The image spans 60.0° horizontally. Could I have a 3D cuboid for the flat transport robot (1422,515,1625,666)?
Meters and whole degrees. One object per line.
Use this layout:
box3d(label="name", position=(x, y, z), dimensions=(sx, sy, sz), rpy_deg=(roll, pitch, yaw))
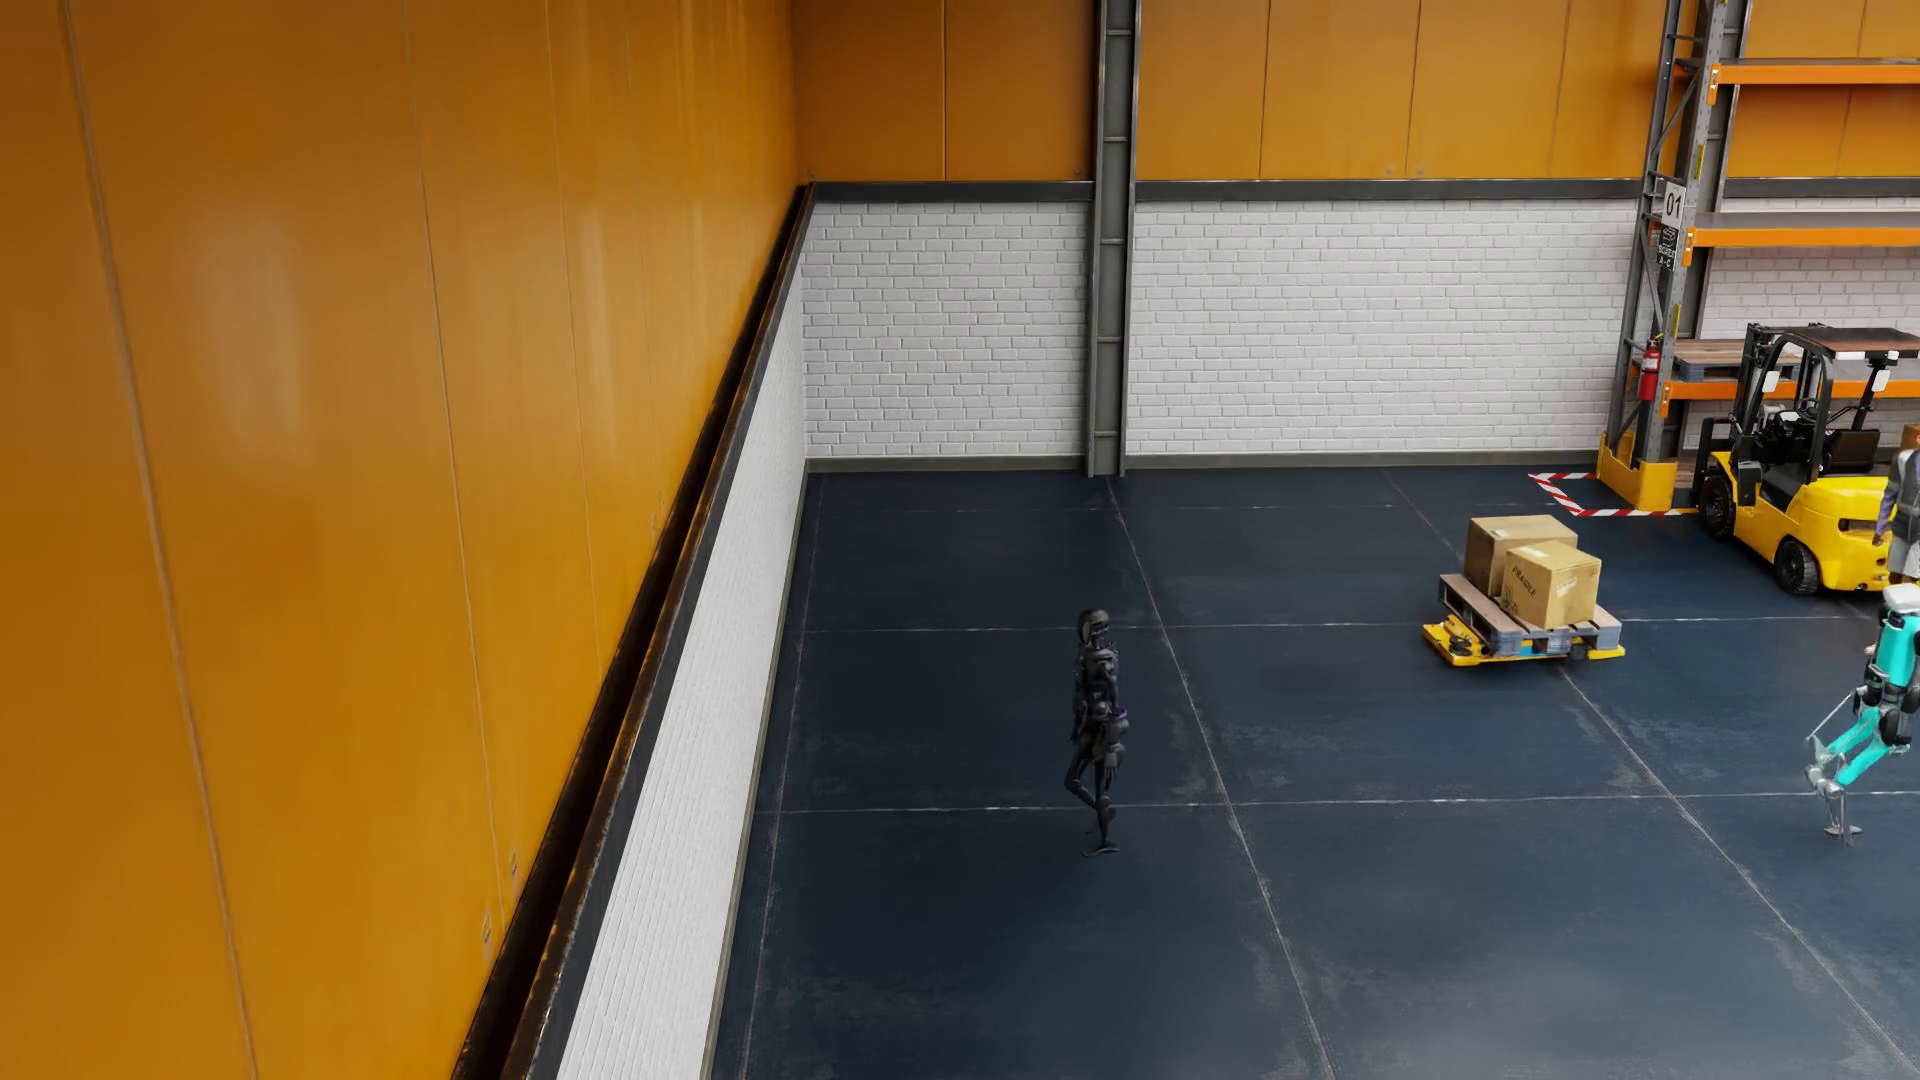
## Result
box3d(label="flat transport robot", position=(4.548, 0.773, 13.456), dimensions=(1.431, 0.231, 0.659), rpy_deg=(-3, 20, -7))

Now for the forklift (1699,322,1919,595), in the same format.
box3d(label="forklift", position=(7.809, -0.792, 14.926), dimensions=(1.214, 2.155, 2.313), rpy_deg=(-1, 20, -2))

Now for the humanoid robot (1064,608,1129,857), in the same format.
box3d(label="humanoid robot", position=(0.877, 1.193, 10.294), dimensions=(0.365, 1.645, 0.612), rpy_deg=(-7, 21, -19))

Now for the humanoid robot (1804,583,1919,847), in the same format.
box3d(label="humanoid robot", position=(5.592, 1.148, 10.376), dimensions=(0.655, 1.846, 0.541), rpy_deg=(0, 20, 1))

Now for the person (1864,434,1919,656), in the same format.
box3d(label="person", position=(7.673, -0.066, 13.248), dimensions=(0.892, 1.999, 0.638), rpy_deg=(-13, 24, -31))
